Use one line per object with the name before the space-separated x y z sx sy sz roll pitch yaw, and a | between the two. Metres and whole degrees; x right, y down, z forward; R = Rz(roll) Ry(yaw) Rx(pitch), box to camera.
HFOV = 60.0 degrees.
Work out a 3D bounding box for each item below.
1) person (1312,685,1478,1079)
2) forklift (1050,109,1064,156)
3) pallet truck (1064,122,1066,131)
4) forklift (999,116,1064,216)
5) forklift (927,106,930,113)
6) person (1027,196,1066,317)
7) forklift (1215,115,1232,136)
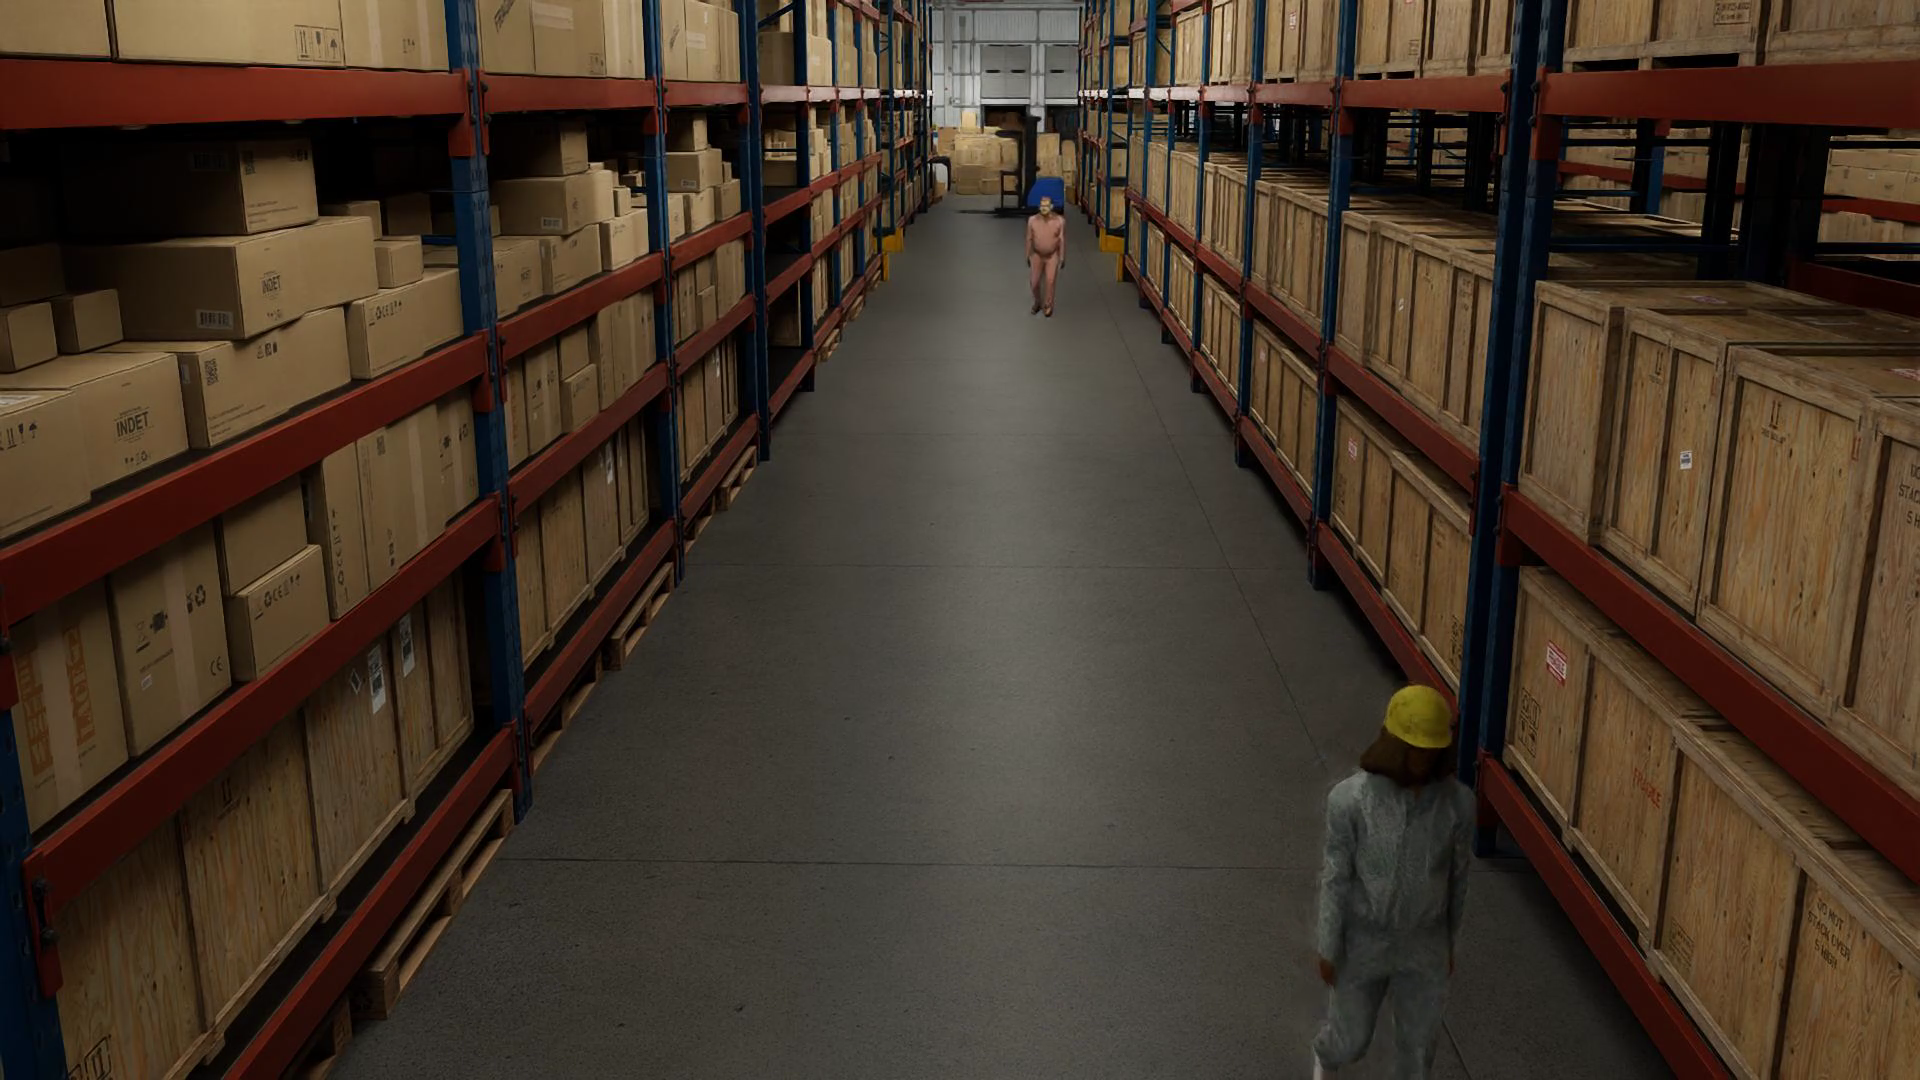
person | 1.373 1.249 5.321 0.494 1.726 0.639 -1 15 -2
forklift | 4.110 -16.825 70.392 1.873 2.768 1.129 -3 15 -11
pallet truck | 5.788 -21.111 88.014 1.885 1.965 0.823 5 16 18
forklift | 2.060 -10.736 47.737 1.873 2.768 1.129 0 15 2
forklift | -2.001 -20.667 84.687 1.129 2.768 1.873 0 15 2
person | 1.355 -4.474 26.319 0.653 1.893 0.475 3 15 11
forklift | 7.872 -11.741 51.476 1.129 2.768 1.873 0 15 1
